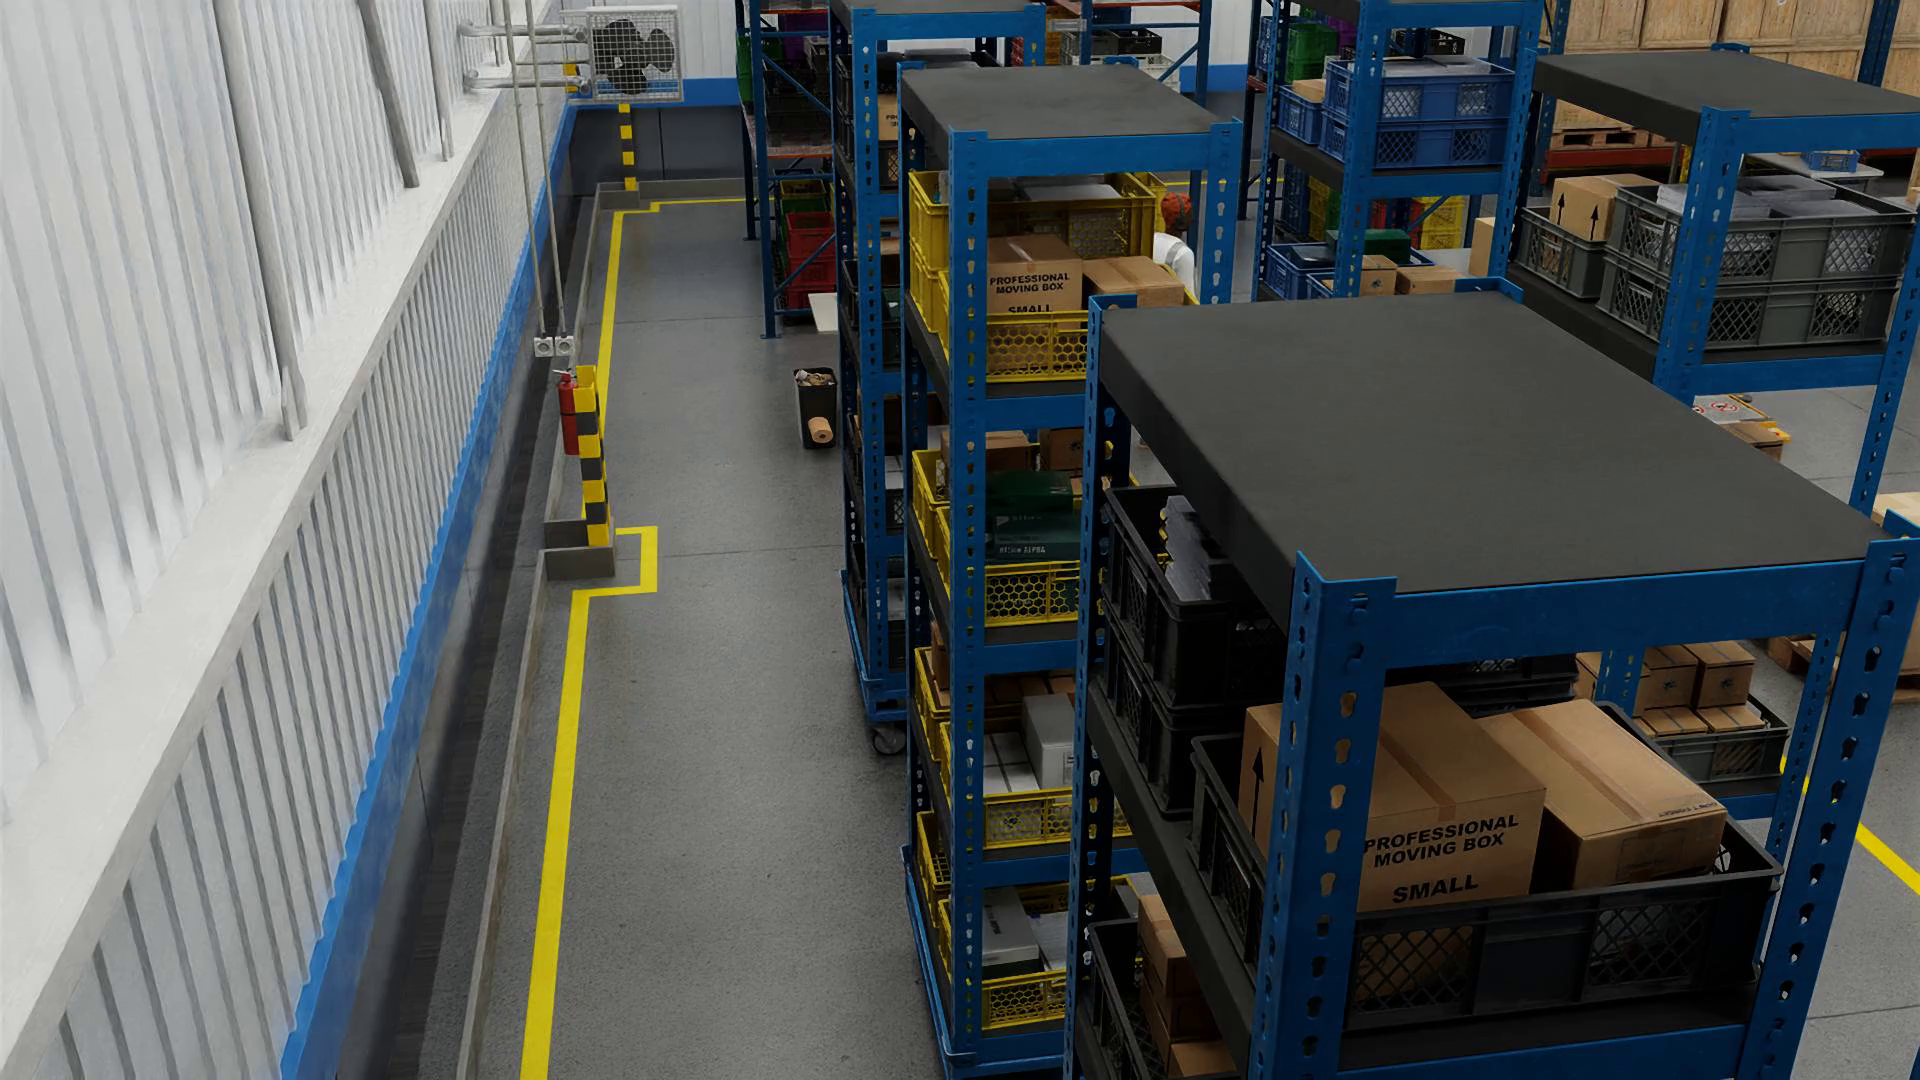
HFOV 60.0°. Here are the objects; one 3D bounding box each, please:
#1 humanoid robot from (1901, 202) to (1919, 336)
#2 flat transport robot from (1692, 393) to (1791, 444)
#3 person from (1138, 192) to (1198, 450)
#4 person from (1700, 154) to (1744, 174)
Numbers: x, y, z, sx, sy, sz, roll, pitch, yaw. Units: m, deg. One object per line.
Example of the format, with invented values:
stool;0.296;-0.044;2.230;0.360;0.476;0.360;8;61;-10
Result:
humanoid robot;7.938;-2.252;13.491;0.327;1.657;0.593;-19;31;-36
flat transport robot;5.224;-0.859;12.132;1.431;0.197;0.652;-4;25;-8
person;1.463;-1.478;11.581;0.356;1.882;0.574;-12;27;-24
person;7.065;-3.408;15.642;0.383;1.992;0.622;-3;25;-7
